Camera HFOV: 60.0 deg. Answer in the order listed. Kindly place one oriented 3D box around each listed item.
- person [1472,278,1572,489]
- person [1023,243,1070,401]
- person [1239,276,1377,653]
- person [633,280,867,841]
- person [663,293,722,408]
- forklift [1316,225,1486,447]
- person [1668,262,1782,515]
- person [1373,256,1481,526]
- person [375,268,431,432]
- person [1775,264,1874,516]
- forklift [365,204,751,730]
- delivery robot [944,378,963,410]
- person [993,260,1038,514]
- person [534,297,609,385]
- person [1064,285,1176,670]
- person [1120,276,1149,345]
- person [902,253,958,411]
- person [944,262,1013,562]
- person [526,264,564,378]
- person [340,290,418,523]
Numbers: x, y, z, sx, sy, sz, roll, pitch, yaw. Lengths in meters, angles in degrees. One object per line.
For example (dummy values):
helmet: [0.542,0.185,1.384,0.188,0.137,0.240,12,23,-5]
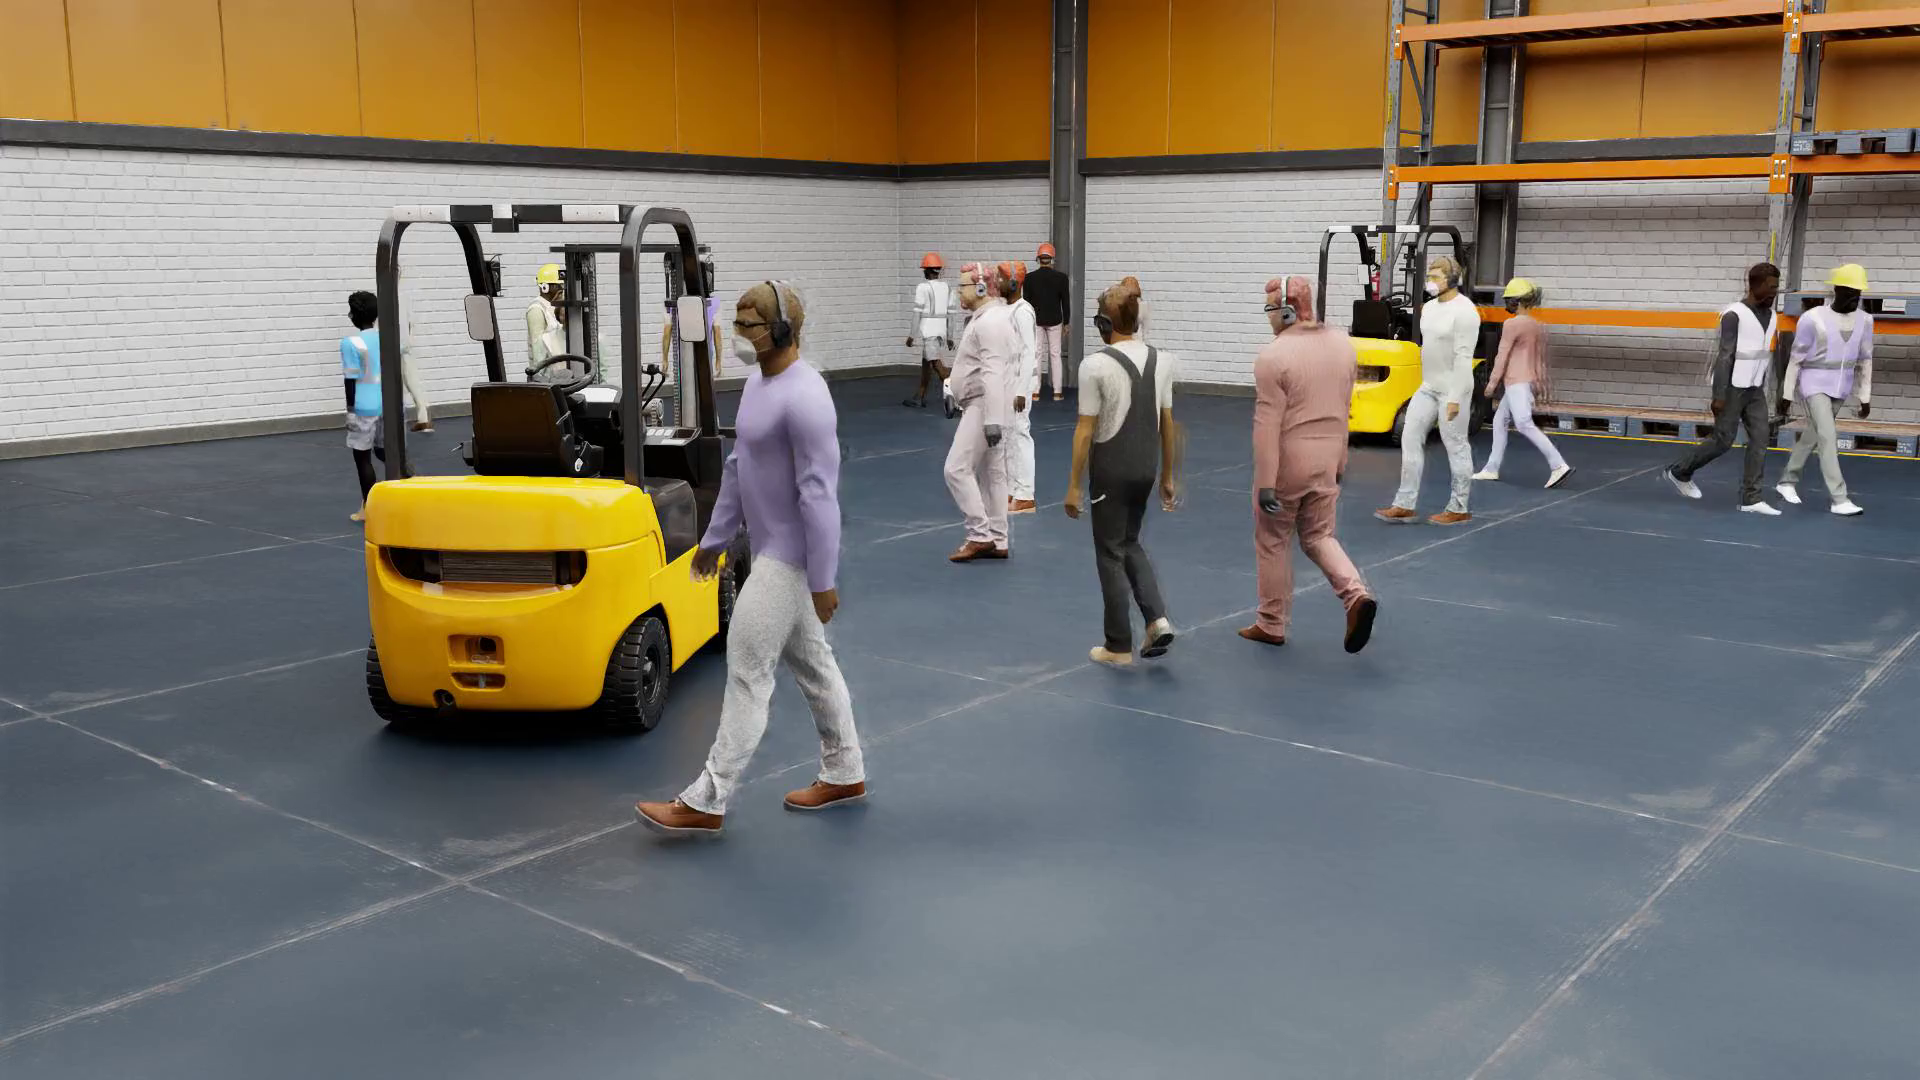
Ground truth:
person: [4.702,-1.302,13.798,0.888,1.725,0.529,8,13,38]
person: [1.090,-2.766,21.152,0.622,1.992,0.396,0,10,0]
person: [1.702,-0.352,8.140,0.641,1.869,0.786,-6,12,-28]
person: [-0.709,0.069,5.731,0.878,1.897,0.641,-3,11,-18]
person: [-2.567,-1.755,16.034,0.579,1.817,0.744,-4,11,-19]
forklift: [4.449,-2.115,16.993,1.214,2.155,2.313,8,13,38]
person: [5.816,-1.150,12.547,0.631,1.882,0.837,-6,12,-31]
person: [3.299,-1.029,11.738,0.803,1.914,0.655,-3,11,-18]
person: [-6.044,-2.052,17.700,0.957,1.817,0.533,6,12,30]
person: [6.540,-1.145,12.547,0.595,1.864,1.038,-2,10,-11]
forklift: [-1.766,-0.406,7.525,1.214,2.155,2.313,1,10,7]
delivery robot: [0.034,-1.745,19.225,0.477,0.478,0.707,-2,11,-12]
person: [0.405,-1.136,12.430,0.339,1.882,0.584,-2,10,-11]
person: [-2.882,-0.982,12.307,0.529,1.619,0.555,1,10,3]
person: [0.763,-0.283,7.860,0.548,1.828,0.414,-7,12,-34]
person: [1.881,-2.104,18.483,0.498,1.633,0.285,-7,13,-35]
person: [-0.299,-2.488,19.930,1.013,1.896,0.547,8,13,38]
person: [0.077,-0.795,10.510,0.537,1.888,0.679,0,10,0]
person: [-3.669,-1.564,14.969,0.403,1.827,0.589,1,10,7]
person: [-4.147,-0.936,11.891,0.541,1.682,0.537,4,11,22]
